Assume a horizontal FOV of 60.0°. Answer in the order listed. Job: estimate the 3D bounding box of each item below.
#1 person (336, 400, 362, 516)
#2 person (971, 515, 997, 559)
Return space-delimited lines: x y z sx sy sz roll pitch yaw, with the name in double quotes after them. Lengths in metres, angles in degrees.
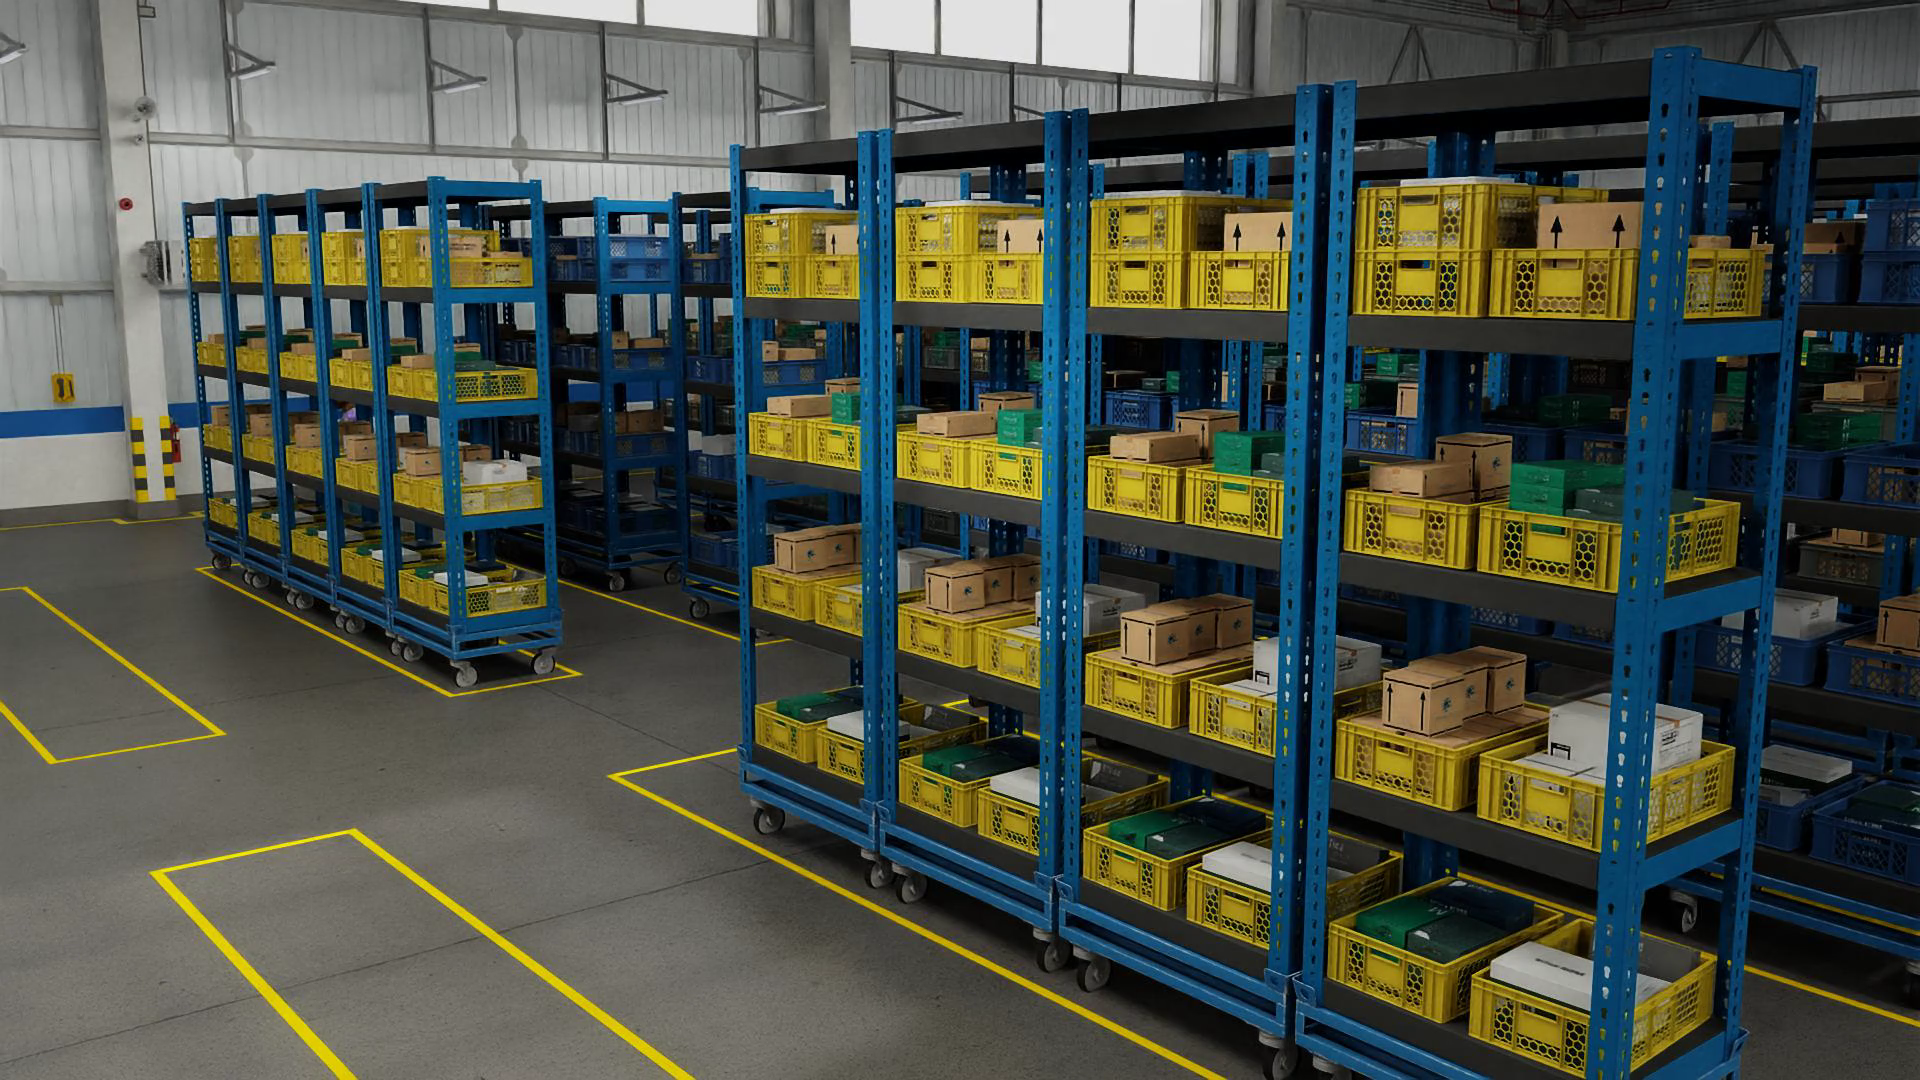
-6.129 -0.681 16.842 0.390 1.837 0.560 -3 10 -17 "person"
0.304 -0.042 12.980 0.600 1.833 0.404 -3 10 -19 "person"
